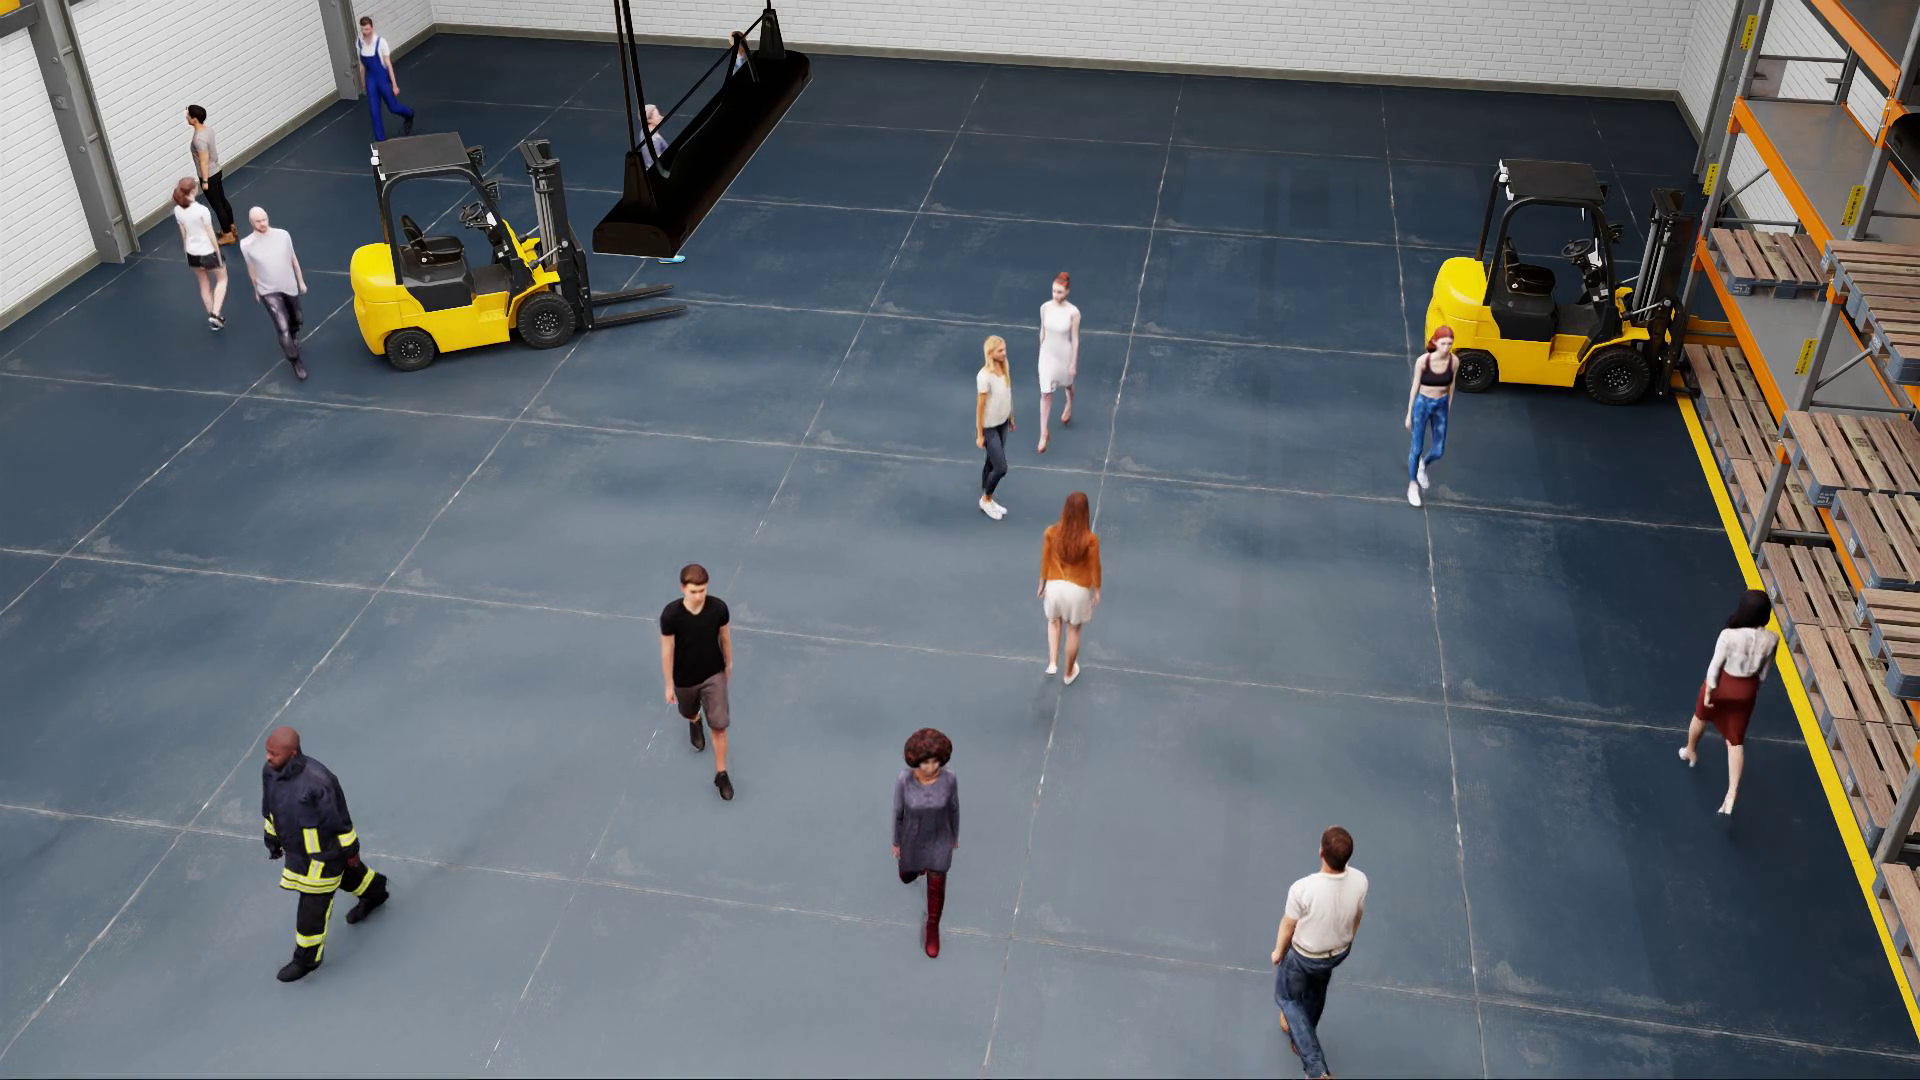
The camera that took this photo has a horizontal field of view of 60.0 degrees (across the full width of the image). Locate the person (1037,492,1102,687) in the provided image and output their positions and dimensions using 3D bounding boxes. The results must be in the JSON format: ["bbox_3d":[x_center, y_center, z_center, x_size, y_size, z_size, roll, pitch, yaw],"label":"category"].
[{"bbox_3d":[0.811,0.431,12.786,0.678,1.709,0.678,10,35,14],"label":"person"}]

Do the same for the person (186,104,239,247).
[{"bbox_3d":[-9.052,-4.426,20.080,0.726,1.725,0.569,-4,34,-6],"label":"person"}]

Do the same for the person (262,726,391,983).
[{"bbox_3d":[-4.036,1.853,10.581,1.038,1.782,1.290,19,38,26],"label":"person"}]

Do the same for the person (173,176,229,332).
[{"bbox_3d":[-8.212,-3.037,17.977,0.652,1.738,0.763,0,34,0],"label":"person"}]

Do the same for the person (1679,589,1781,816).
[{"bbox_3d":[5.450,1.152,11.697,0.610,1.714,1.102,5,34,7],"label":"person"}]

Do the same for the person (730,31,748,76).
[{"bbox_3d":[-3.021,-6.365,23.224,0.636,1.472,0.461,1,34,1],"label":"person"}]

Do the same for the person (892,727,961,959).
[{"bbox_3d":[-0.233,1.867,10.640,0.732,1.693,1.009,-2,34,-3],"label":"person"}]

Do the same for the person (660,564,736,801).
[{"bbox_3d":[-1.895,0.903,11.960,0.978,1.837,1.271,-7,34,-10],"label":"person"}]

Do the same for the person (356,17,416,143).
[{"bbox_3d":[-7.906,-6.294,22.808,0.682,1.815,1.153,6,34,10],"label":"person"}]

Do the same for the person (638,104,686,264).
[{"bbox_3d":[-3.575,-4.211,19.608,0.816,1.888,0.708,-12,36,-18],"label":"person"}]

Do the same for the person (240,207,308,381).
[{"bbox_3d":[-7.100,-2.626,17.304,1.178,1.800,1.230,-21,39,-28],"label":"person"}]

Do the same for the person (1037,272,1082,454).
[{"bbox_3d":[1.000,-1.762,16.050,0.751,1.748,1.114,14,36,20],"label":"person"}]

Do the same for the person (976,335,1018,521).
[{"bbox_3d":[0.217,-1.026,14.894,0.756,1.803,0.623,18,38,25],"label":"person"}]

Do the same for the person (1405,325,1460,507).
[{"bbox_3d":[4.238,-1.175,15.140,0.621,1.778,0.720,1,34,1],"label":"person"}]

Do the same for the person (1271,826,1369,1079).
[{"bbox_3d":[2.087,2.448,9.633,0.934,1.840,1.093,-9,35,-14],"label":"person"}]
